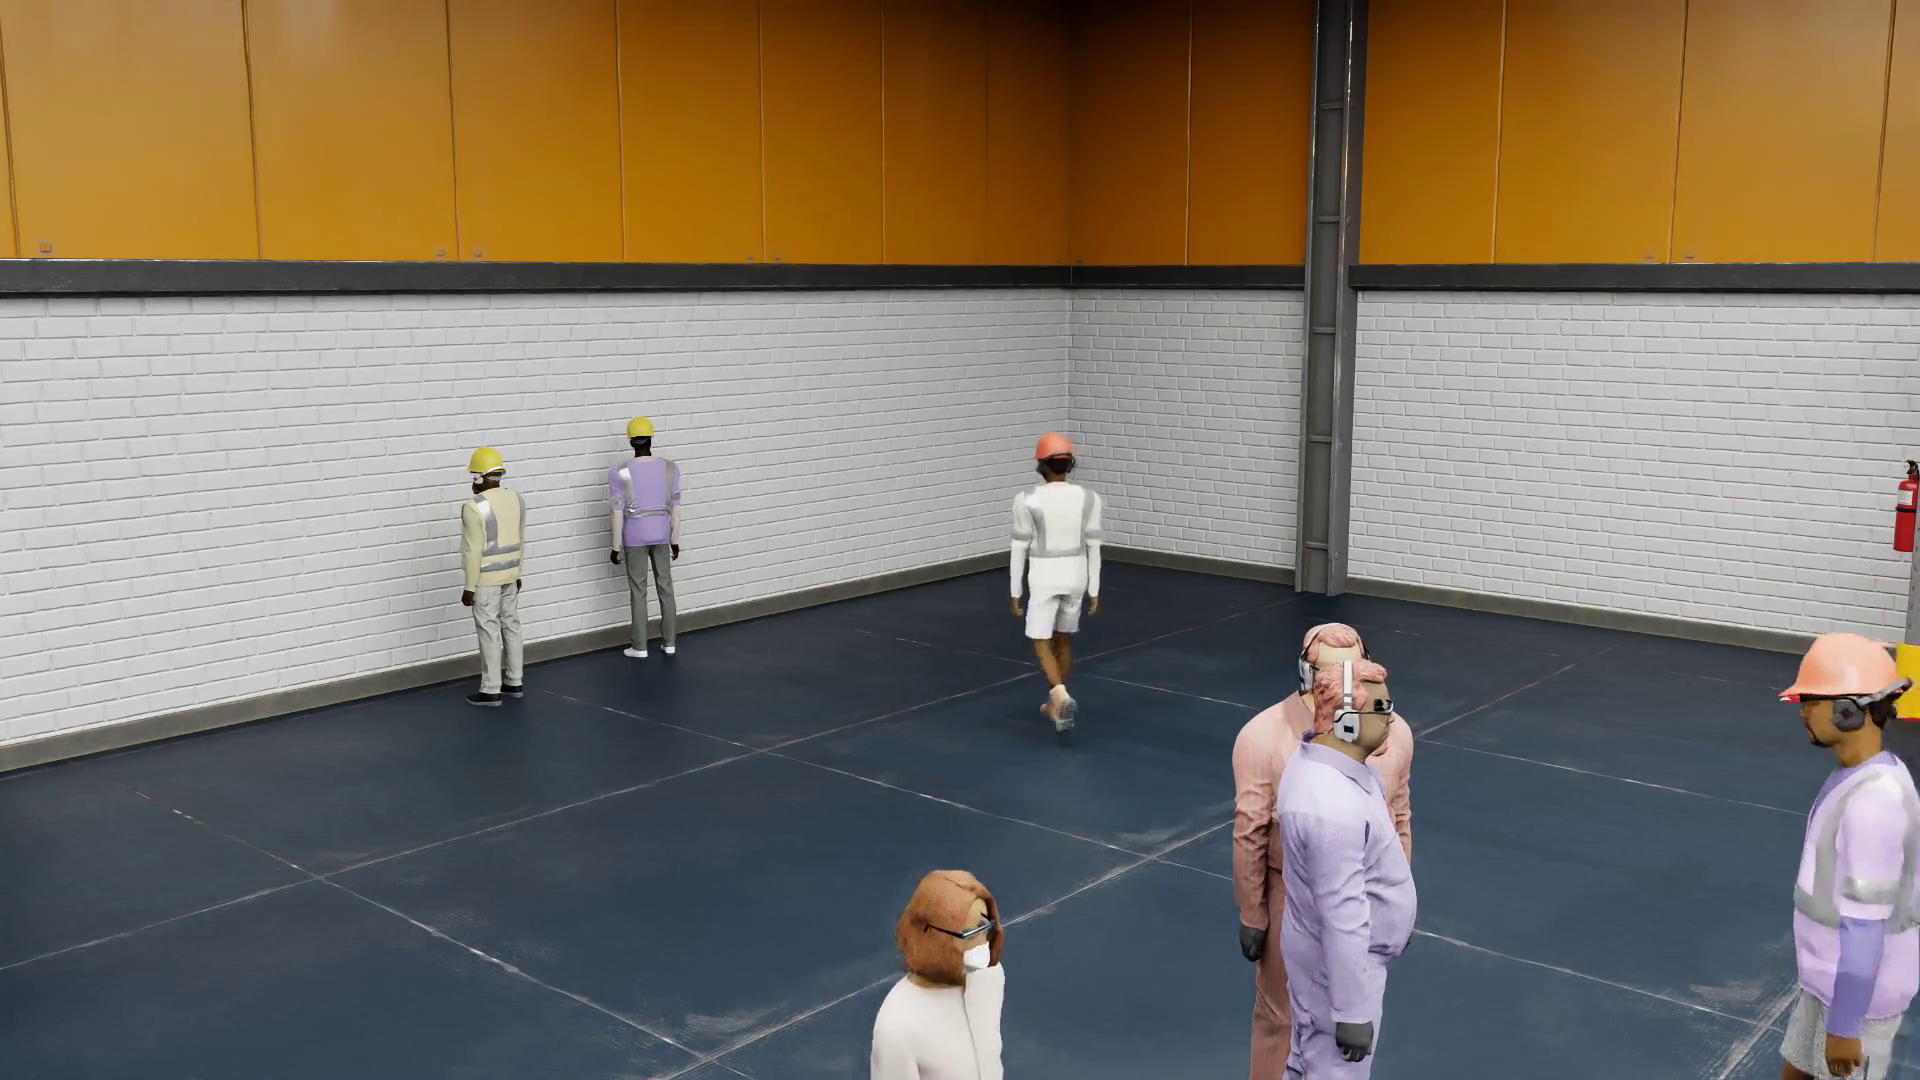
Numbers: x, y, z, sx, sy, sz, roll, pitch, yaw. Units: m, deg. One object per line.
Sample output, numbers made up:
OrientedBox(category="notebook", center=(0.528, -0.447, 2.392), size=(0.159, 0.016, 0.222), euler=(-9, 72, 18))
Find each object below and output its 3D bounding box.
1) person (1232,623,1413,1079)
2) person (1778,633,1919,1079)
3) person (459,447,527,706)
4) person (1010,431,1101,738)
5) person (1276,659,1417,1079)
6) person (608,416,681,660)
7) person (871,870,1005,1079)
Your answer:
OrientedBox(category="person", center=(1.218, 1.213, 5.519), size=(0.642, 1.909, 0.408), euler=(-2, 9, -15))
OrientedBox(category="person", center=(2.697, 1.281, 4.810), size=(0.763, 2.014, 0.614), euler=(4, 10, 24))
OrientedBox(category="person", center=(-3.318, 0.254, 11.773), size=(0.404, 1.832, 0.600), euler=(4, 10, 23))
OrientedBox(category="person", center=(0.656, 0.297, 10.970), size=(0.614, 2.015, 0.858), euler=(-3, 9, -15))
OrientedBox(category="person", center=(1.156, 1.294, 5.013), size=(0.410, 1.909, 0.643), euler=(1, 9, 4))
OrientedBox(category="person", center=(-2.497, -0.015, 13.175), size=(0.589, 1.923, 0.383), euler=(-5, 10, -30))
OrientedBox(category="person", center=(-0.084, 1.579, 4.171), size=(0.767, 1.603, 0.508), euler=(7, 11, 38))
